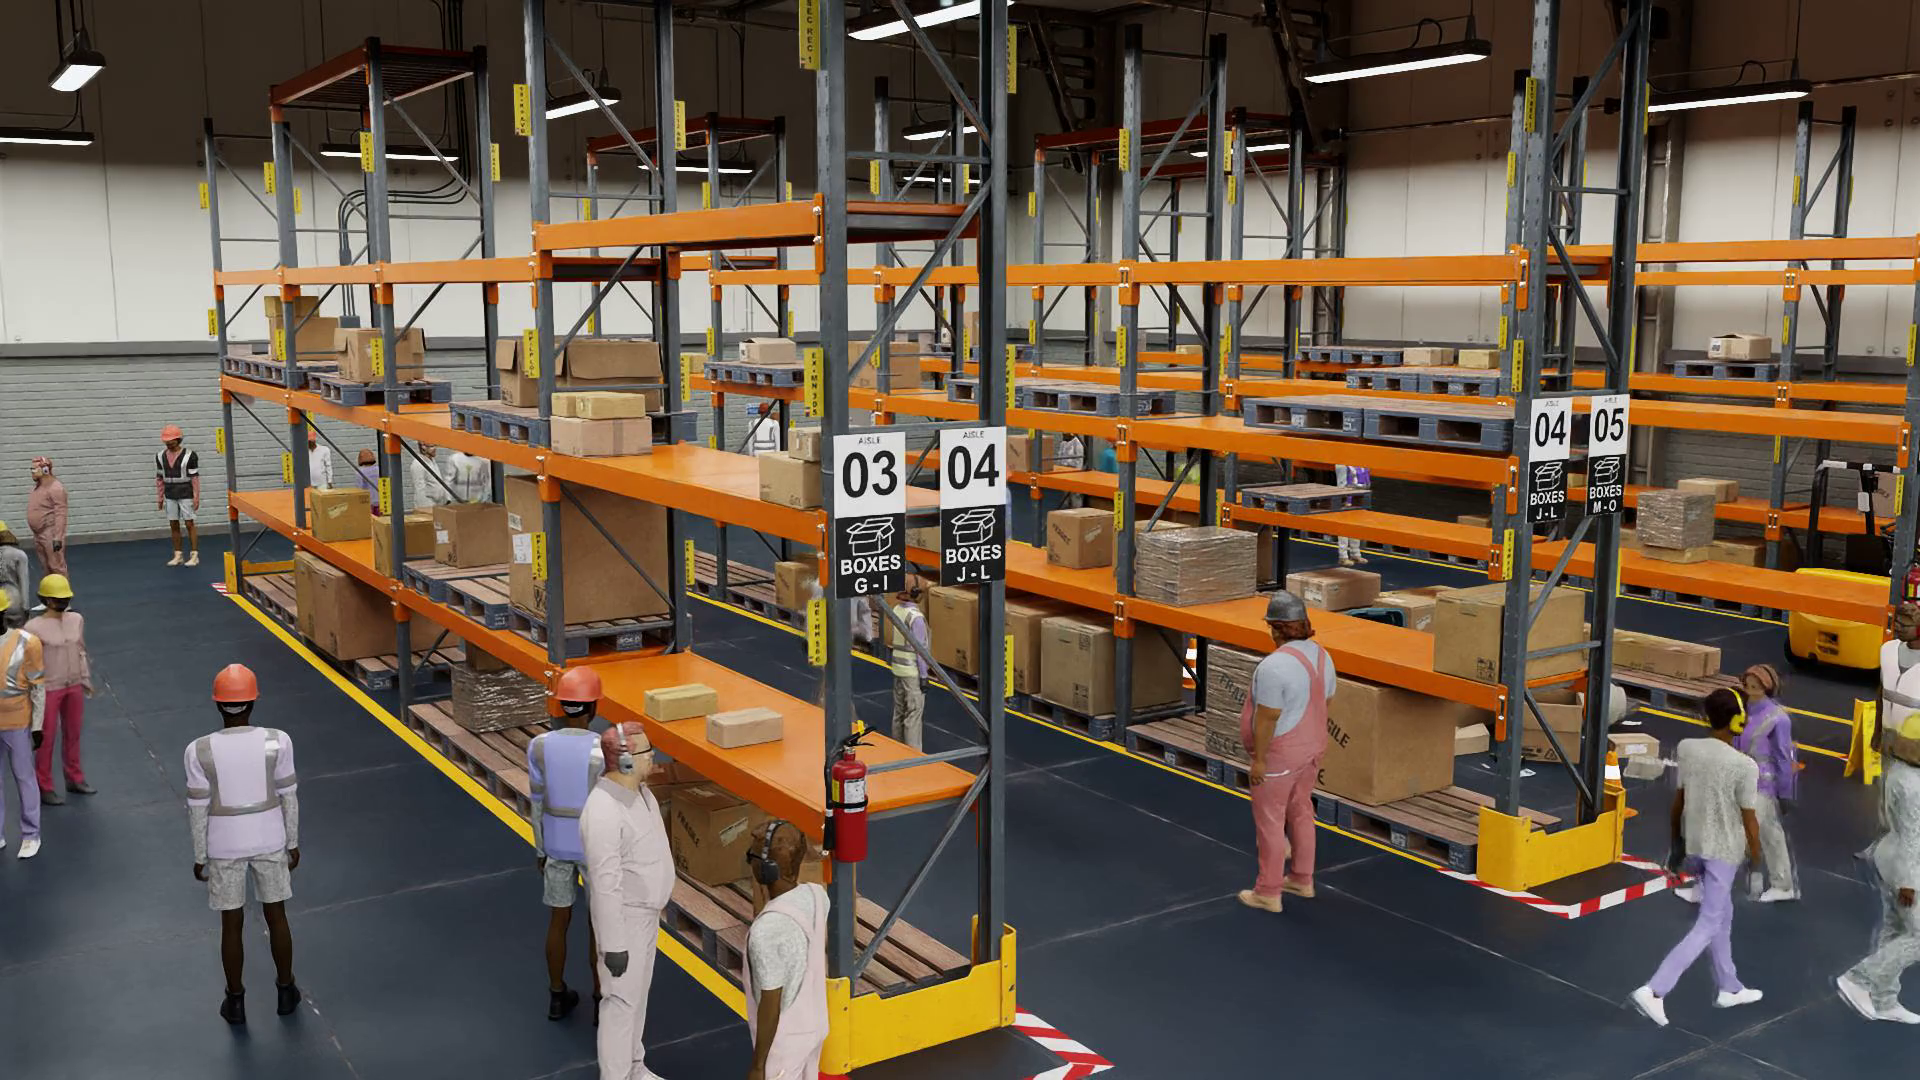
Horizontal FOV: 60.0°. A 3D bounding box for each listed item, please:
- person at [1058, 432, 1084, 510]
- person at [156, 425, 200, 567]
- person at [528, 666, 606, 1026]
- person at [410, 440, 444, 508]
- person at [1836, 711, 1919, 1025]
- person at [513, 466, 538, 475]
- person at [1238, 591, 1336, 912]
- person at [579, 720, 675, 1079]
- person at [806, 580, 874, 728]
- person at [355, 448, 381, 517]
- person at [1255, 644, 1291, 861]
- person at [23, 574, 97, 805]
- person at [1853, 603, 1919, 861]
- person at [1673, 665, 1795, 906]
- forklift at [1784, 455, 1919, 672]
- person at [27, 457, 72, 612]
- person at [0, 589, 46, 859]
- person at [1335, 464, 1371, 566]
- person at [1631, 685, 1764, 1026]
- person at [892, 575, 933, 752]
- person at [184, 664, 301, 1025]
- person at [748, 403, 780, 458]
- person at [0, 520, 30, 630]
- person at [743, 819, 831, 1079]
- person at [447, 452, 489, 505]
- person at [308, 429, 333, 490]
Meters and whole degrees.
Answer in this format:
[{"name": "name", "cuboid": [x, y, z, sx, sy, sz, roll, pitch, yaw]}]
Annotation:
[{"name": "person", "cuboid": [1.790, -1.042, 27.038, 0.405, 1.824, 0.586, -5, 10, -29]}, {"name": "person", "cuboid": [-11.062, -0.616, 23.511, 0.611, 2.031, 0.410, 1, 9, 5]}, {"name": "person", "cuboid": [-2.017, 1.627, 8.906, 0.546, 1.928, 0.384, 2, 9, 12]}, {"name": "person", "cuboid": [-7.337, -0.480, 22.999, 0.406, 1.911, 0.639, -1, 9, -4]}, {"name": "person", "cuboid": [4.994, 1.739, 8.797, 0.400, 1.727, 0.497, 4, 9, 25]}, {"name": "person", "cuboid": [-6.346, -0.631, 24.348, 0.519, 1.817, 0.933, -5, 10, -32]}, {"name": "person", "cuboid": [2.059, 1.313, 10.623, 0.685, 2.000, 0.536, -8, 12, -44]}, {"name": "person", "cuboid": [-1.546, 1.792, 7.857, 0.410, 1.913, 0.651, 0, 9, 2]}, {"name": "person", "cuboid": [-1.016, 0.868, 14.714, 0.588, 1.688, 0.956, -7, 11, -41]}, {"name": "person", "cuboid": [-8.558, -0.515, 24.138, 0.279, 1.633, 0.497, 5, 10, 29]}, {"name": "person", "cuboid": [2.219, 1.364, 11.451, 0.319, 1.689, 0.539, -3, 9, -20]}, {"name": "person", "cuboid": [-6.891, 1.130, 12.753, 0.325, 1.767, 0.533, 3, 9, 20]}, {"name": "person", "cuboid": [6.415, 1.325, 11.199, 0.396, 1.841, 0.565, -3, 9, -19]}, {"name": "person", "cuboid": [4.936, 1.555, 10.483, 0.885, 1.585, 0.535, 0, 9, -1]}, {"name": "forklift", "cuboid": [9.643, 0.253, 17.172, 2.313, 2.155, 1.214, -6, 10, -33]}, {"name": "person", "cuboid": [-11.080, -0.056, 20.182, 0.646, 1.908, 0.408, 6, 11, 37]}, {"name": "person", "cuboid": [-6.600, 1.251, 11.442, 0.584, 1.918, 0.381, 0, 9, -2]}, {"name": "person", "cuboid": [5.631, -0.558, 23.734, 0.635, 1.842, 0.429, -7, 11, -39]}, {"name": "person", "cuboid": [3.997, 1.680, 8.880, 0.920, 1.837, 0.529, -3, 9, -21]}, {"name": "person", "cuboid": [-0.396, 1.089, 13.446, 0.308, 1.638, 0.511, -4, 10, -27]}, {"name": "person", "cuboid": [-3.828, 1.620, 8.912, 0.543, 1.939, 0.361, -4, 9, -26]}, {"name": "person", "cuboid": [-3.550, -1.556, 30.239, 0.583, 1.882, 0.338, 0, 9, 3]}, {"name": "person", "cuboid": [-9.265, 0.653, 16.110, 0.500, 1.701, 0.552, -2, 9, -15]}, {"name": "person", "cuboid": [-0.706, 2.007, 6.645, 0.346, 1.846, 0.506, 3, 9, 20]}, {"name": "person", "cuboid": [-7.162, -0.654, 24.254, 0.611, 1.878, 0.847, -2, 9, -14]}, {"name": "person", "cuboid": [-10.337, -0.937, 26.603, 0.575, 1.739, 0.348, -3, 9, -21]}]
